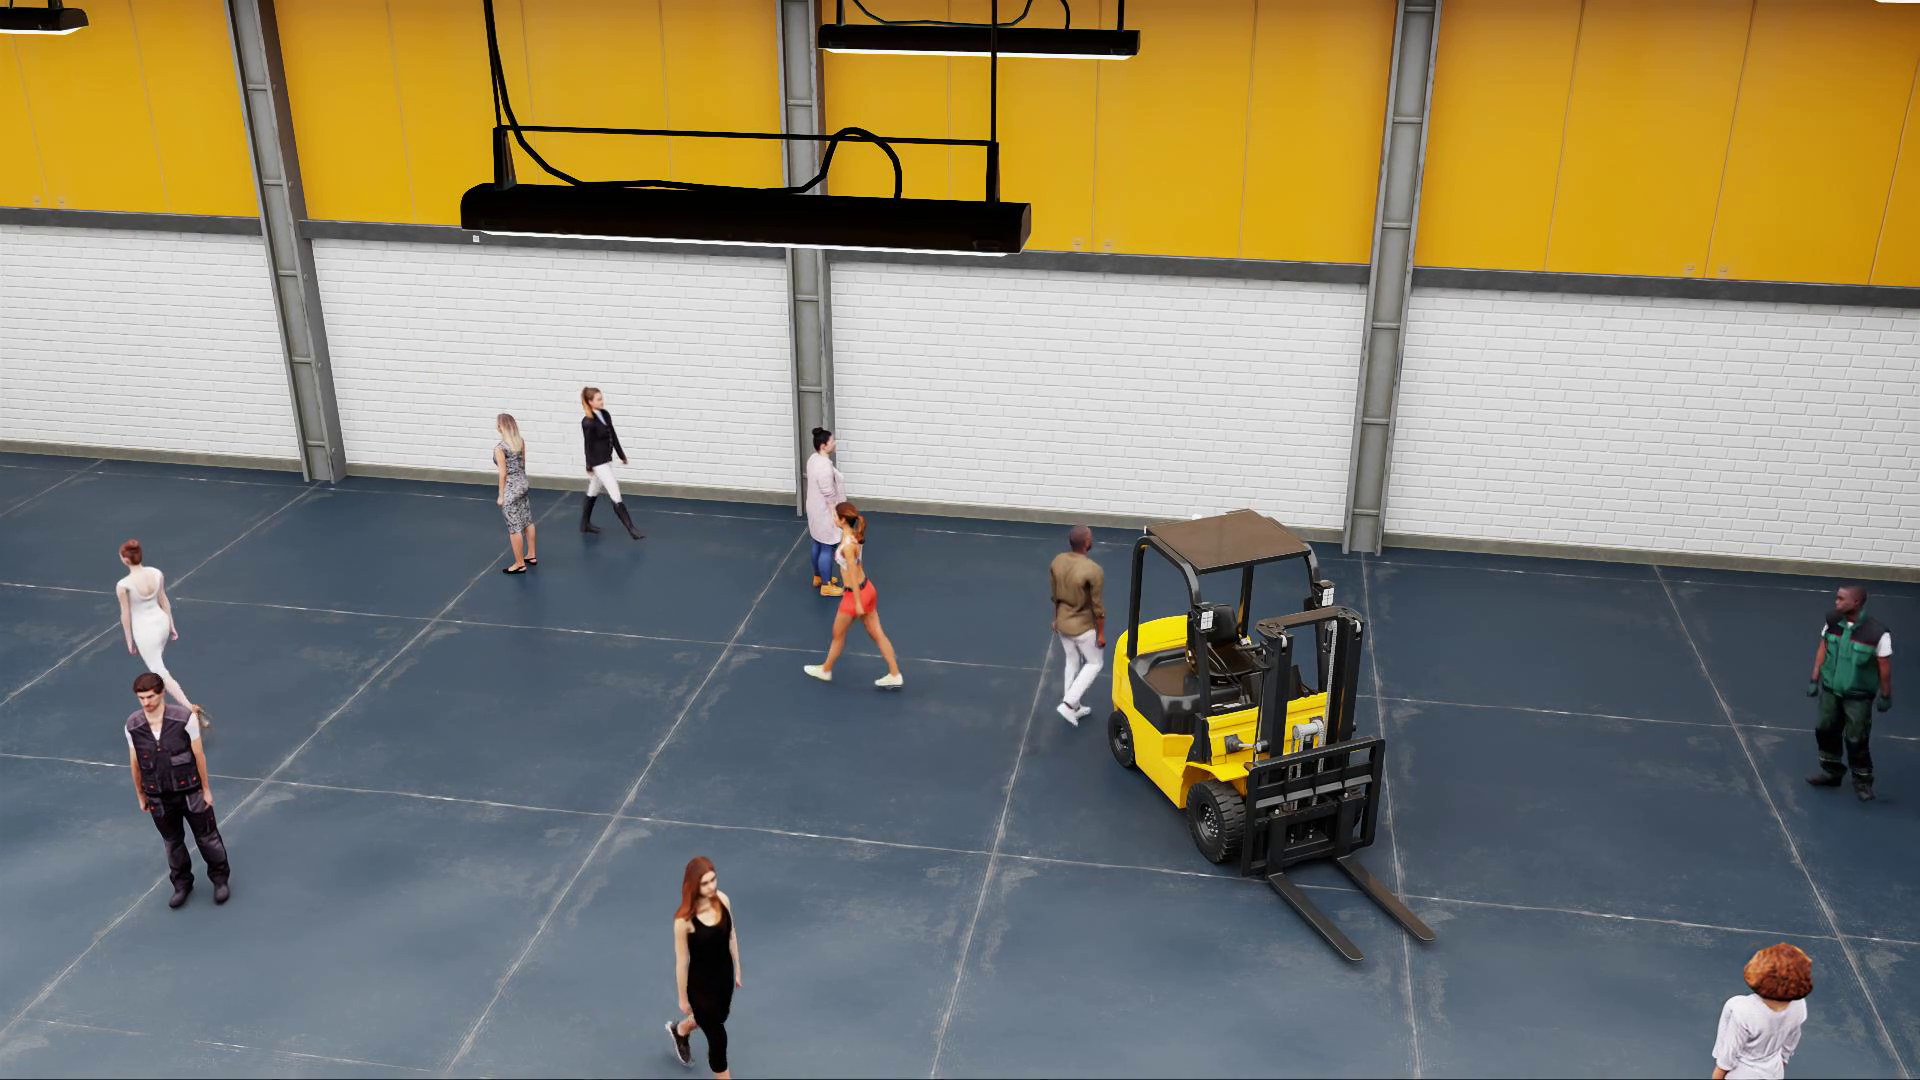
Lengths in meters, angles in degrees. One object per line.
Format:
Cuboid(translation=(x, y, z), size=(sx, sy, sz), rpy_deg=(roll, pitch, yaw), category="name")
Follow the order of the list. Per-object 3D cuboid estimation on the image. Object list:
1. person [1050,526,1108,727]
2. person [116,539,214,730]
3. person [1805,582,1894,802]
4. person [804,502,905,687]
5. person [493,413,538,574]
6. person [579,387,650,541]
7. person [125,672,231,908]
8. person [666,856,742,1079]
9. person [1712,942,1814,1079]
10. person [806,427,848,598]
Cuboid(translation=(0.950, 0.762, 14.024), size=(0.897, 1.813, 0.971), rpy_deg=(21, 31, 39), category="person")
Cuboid(translation=(-6.691, 0.847, 13.897), size=(1.170, 1.758, 0.858), rpy_deg=(14, 27, 29), category="person")
Cuboid(translation=(7.033, 1.190, 13.056), size=(0.904, 1.803, 0.946), rpy_deg=(21, 31, 40), category="person")
Cuboid(translation=(-0.819, 0.534, 14.638), size=(1.141, 1.739, 0.589), rpy_deg=(5, 24, 10), category="person")
Cuboid(translation=(-4.552, -0.488, 17.017), size=(0.564, 1.706, 0.606), rpy_deg=(10, 25, 21), category="person")
Cuboid(translation=(-3.906, -0.795, 17.750), size=(1.162, 1.681, 0.690), rpy_deg=(7, 25, 16), category="person")
Cuboid(translation=(-5.529, 1.740, 11.744), size=(0.647, 1.846, 0.786), rpy_deg=(-5, 24, -11), category="person")
Cuboid(translation=(-1.547, 2.611, 9.934), size=(1.153, 1.701, 0.943), rpy_deg=(19, 30, 37), category="person")
Cuboid(translation=(4.361, 2.947, 9.150), size=(0.679, 1.713, 0.787), rpy_deg=(-5, 24, -11), category="person")
Cuboid(translation=(-1.350, -0.298, 16.537), size=(0.800, 1.743, 0.794), rpy_deg=(-8, 25, -17), category="person")
